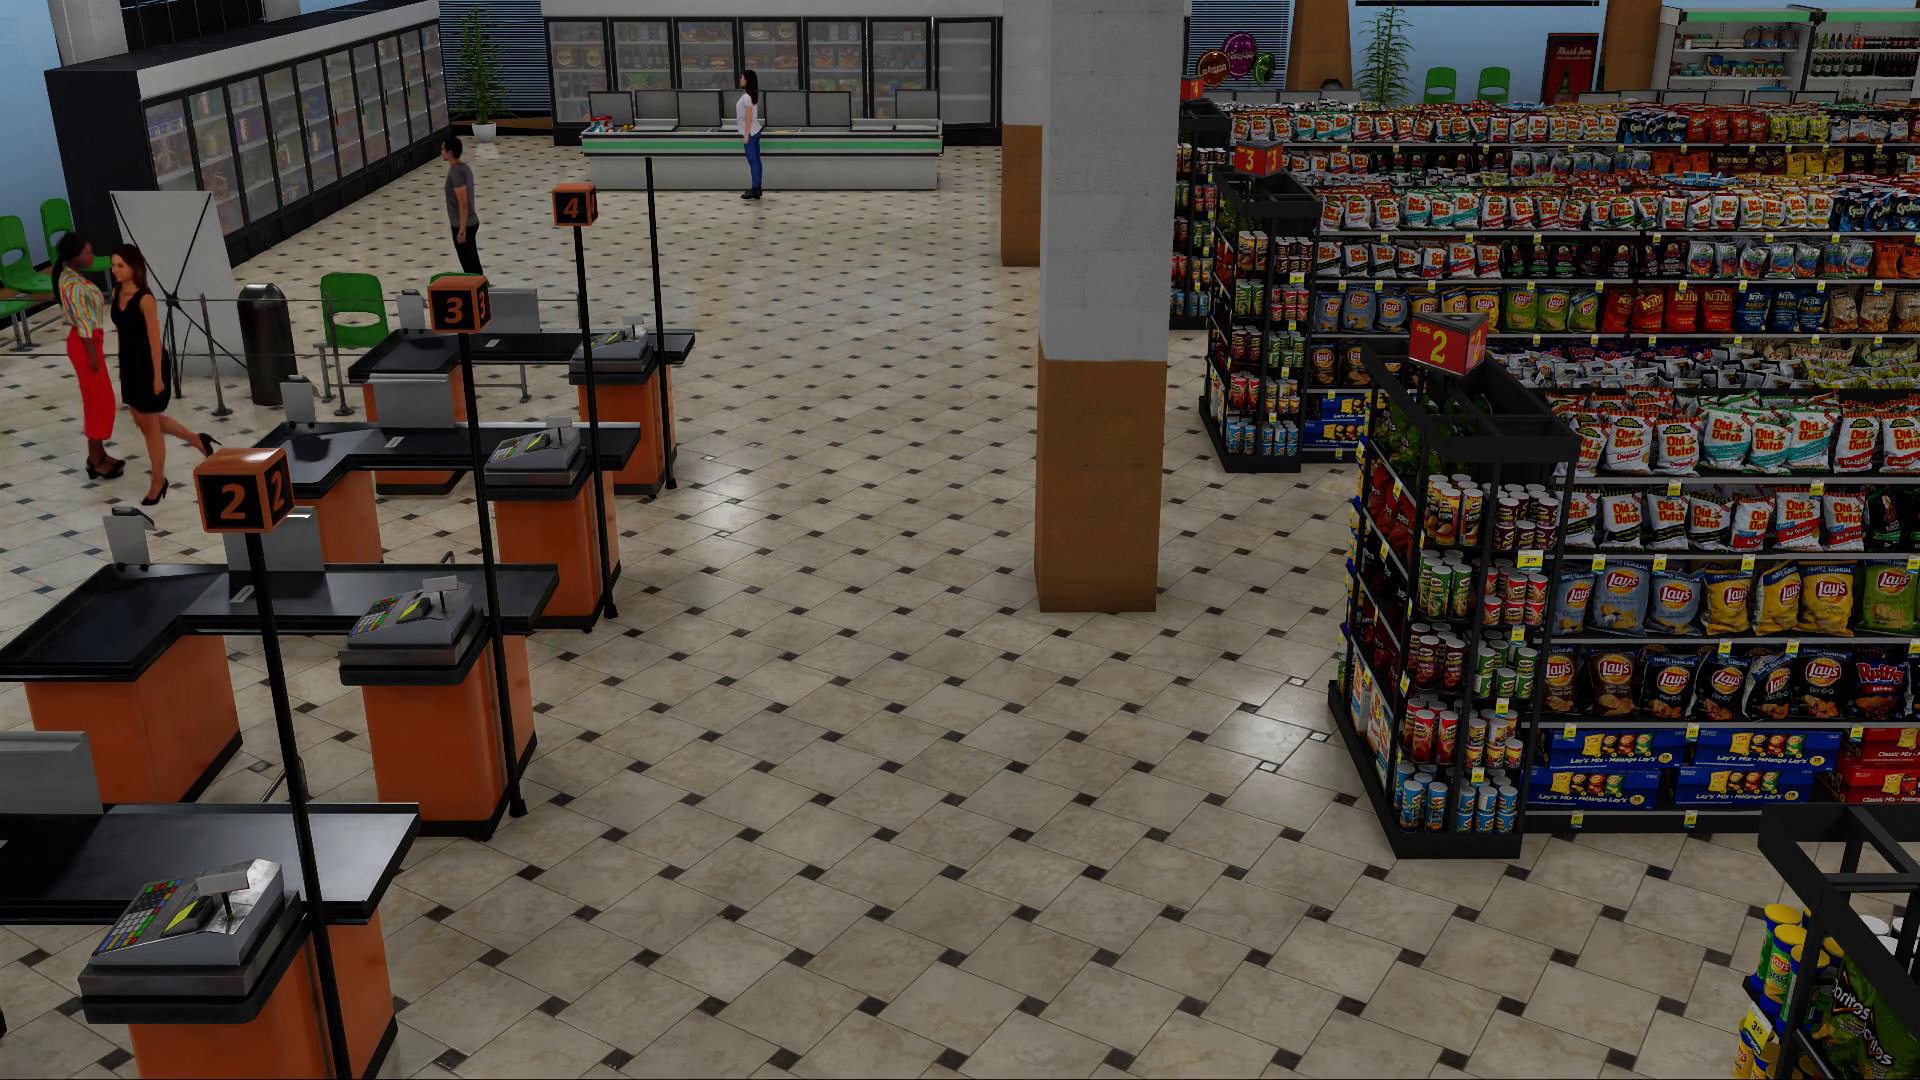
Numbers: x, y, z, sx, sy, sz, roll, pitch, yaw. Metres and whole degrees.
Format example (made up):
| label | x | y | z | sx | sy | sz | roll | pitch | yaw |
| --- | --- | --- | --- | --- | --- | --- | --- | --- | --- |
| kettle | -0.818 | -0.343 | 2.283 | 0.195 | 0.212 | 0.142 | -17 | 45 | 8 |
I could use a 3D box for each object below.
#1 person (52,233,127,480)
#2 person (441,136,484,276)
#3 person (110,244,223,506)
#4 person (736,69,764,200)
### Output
| label | x | y | z | sx | sy | sz | roll | pitch | yaw |
| --- | --- | --- | --- | --- | --- | --- | --- | --- | --- |
| person | -6.240 | -1.300 | 11.878 | 0.736 | 1.787 | 0.707 | -14 | 26 | -31 |
| person | -4.892 | -3.105 | 16.417 | 0.591 | 1.753 | 0.662 | -4 | 22 | -11 |
| person | -5.508 | -1.133 | 11.417 | 0.890 | 1.822 | 0.896 | 13 | 25 | 29 |
| person | -2.789 | -5.419 | 22.266 | 0.545 | 1.685 | 0.620 | 2 | 22 | 5 |
